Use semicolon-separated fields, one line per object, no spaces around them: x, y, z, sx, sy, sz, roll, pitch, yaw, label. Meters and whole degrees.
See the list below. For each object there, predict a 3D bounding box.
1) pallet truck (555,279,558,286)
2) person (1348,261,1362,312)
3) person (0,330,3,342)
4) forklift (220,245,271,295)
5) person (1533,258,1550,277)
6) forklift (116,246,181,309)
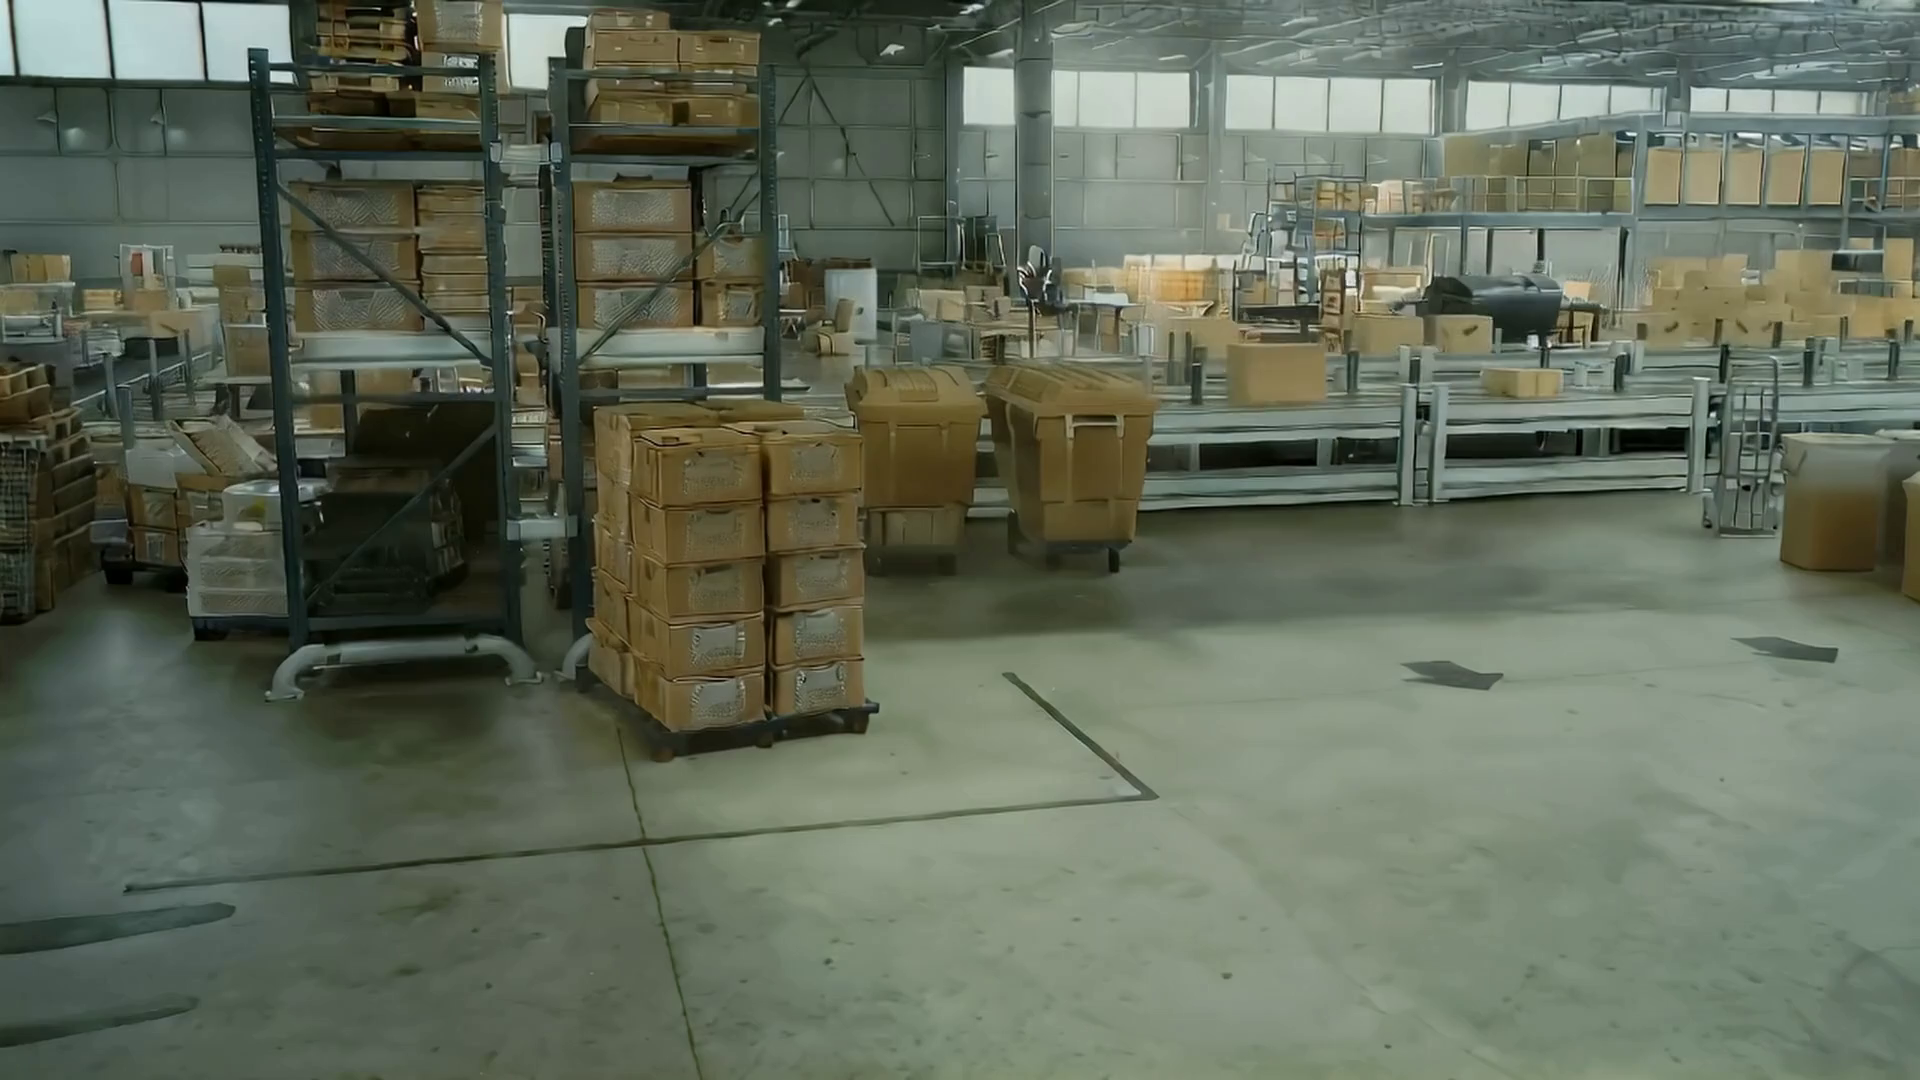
-10.604;-6.375;44.520;0.653;1.274;1.630;-3;10;-15;pallet truck
11.349;-7.189;48.014;0.491;1.695;0.884;-3;10;-14;person
-19.922;-4.744;34.055;0.532;1.737;0.799;0;10;1;person
-17.749;-6.334;41.440;1.157;1.987;2.680;-3;10;-17;forklift
10.339;-4.147;30.180;0.630;1.912;0.575;5;11;25;person
-19.966;-6.232;40.894;1.157;1.987;2.680;-3;10;-15;forklift
